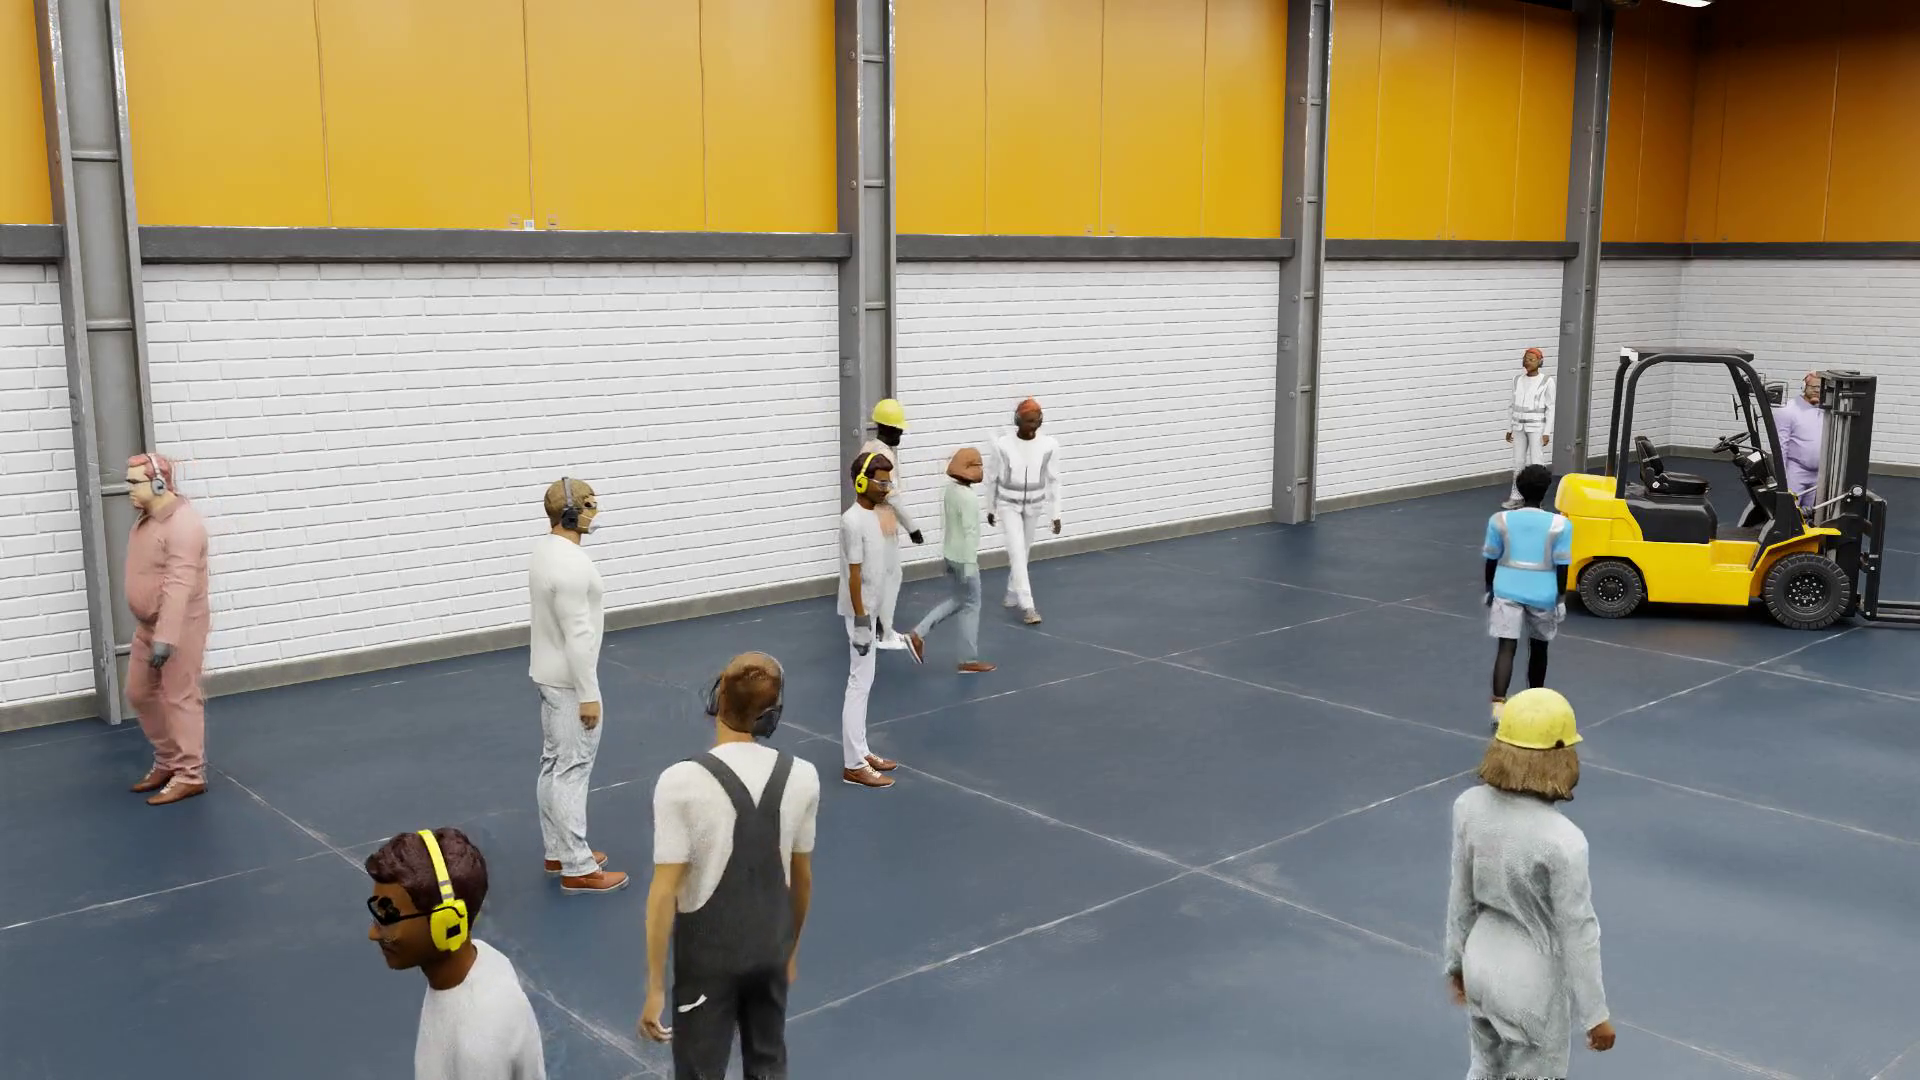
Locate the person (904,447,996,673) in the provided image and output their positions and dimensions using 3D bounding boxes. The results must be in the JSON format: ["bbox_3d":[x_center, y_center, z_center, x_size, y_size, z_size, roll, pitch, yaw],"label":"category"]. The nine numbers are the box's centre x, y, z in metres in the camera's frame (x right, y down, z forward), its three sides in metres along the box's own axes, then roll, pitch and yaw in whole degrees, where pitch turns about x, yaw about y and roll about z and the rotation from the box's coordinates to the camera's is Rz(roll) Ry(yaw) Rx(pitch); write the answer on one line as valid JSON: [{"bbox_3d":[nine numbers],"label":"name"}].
[{"bbox_3d":[-0.057,0.149,11.702,0.565,1.620,0.500,-4,10,-21],"label":"person"}]

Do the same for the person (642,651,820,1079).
[{"bbox_3d":[-0.719,1.244,4.770,0.709,1.813,0.358,-7,12,-35],"label":"person"}]

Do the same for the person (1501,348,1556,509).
[{"bbox_3d":[6.585,-1.276,19.269,0.350,1.884,0.583,-7,12,-37],"label":"person"}]

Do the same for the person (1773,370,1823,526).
[{"bbox_3d":[7.796,-0.608,15.308,0.639,1.904,0.402,-2,10,-10],"label":"person"}]

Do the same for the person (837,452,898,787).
[{"bbox_3d":[-0.517,0.435,9.314,0.327,1.865,0.519,1,10,4],"label":"person"}]

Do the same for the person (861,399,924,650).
[{"bbox_3d":[-0.551,-0.108,12.395,0.409,1.902,0.610,-2,10,-12],"label":"person"}]

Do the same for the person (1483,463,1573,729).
[{"bbox_3d":[3.533,0.349,10.418,0.539,1.660,0.851,5,11,27],"label":"person"}]

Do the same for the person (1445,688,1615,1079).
[{"bbox_3d":[1.622,1.273,4.773,0.330,1.743,0.509,-4,10,-21],"label":"person"}]

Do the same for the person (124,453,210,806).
[{"bbox_3d":[-4.292,0.477,8.967,0.668,1.898,0.452,8,13,41],"label":"person"}]

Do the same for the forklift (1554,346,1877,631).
[{"bbox_3d":[6.109,-0.478,13.691,2.313,2.155,1.214,3,10,16],"label":"forklift"}]

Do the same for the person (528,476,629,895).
[{"bbox_3d":[-1.806,0.667,7.732,0.373,1.941,0.627,-5,11,-26],"label":"person"}]

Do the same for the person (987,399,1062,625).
[{"bbox_3d":[0.517,-0.267,13.621,0.583,1.811,1.063,-2,10,-10],"label":"person"}]

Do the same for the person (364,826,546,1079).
[{"bbox_3d":[-0.985,1.463,3.471,1.020,1.809,0.520,-5,11,-28],"label":"person"}]
